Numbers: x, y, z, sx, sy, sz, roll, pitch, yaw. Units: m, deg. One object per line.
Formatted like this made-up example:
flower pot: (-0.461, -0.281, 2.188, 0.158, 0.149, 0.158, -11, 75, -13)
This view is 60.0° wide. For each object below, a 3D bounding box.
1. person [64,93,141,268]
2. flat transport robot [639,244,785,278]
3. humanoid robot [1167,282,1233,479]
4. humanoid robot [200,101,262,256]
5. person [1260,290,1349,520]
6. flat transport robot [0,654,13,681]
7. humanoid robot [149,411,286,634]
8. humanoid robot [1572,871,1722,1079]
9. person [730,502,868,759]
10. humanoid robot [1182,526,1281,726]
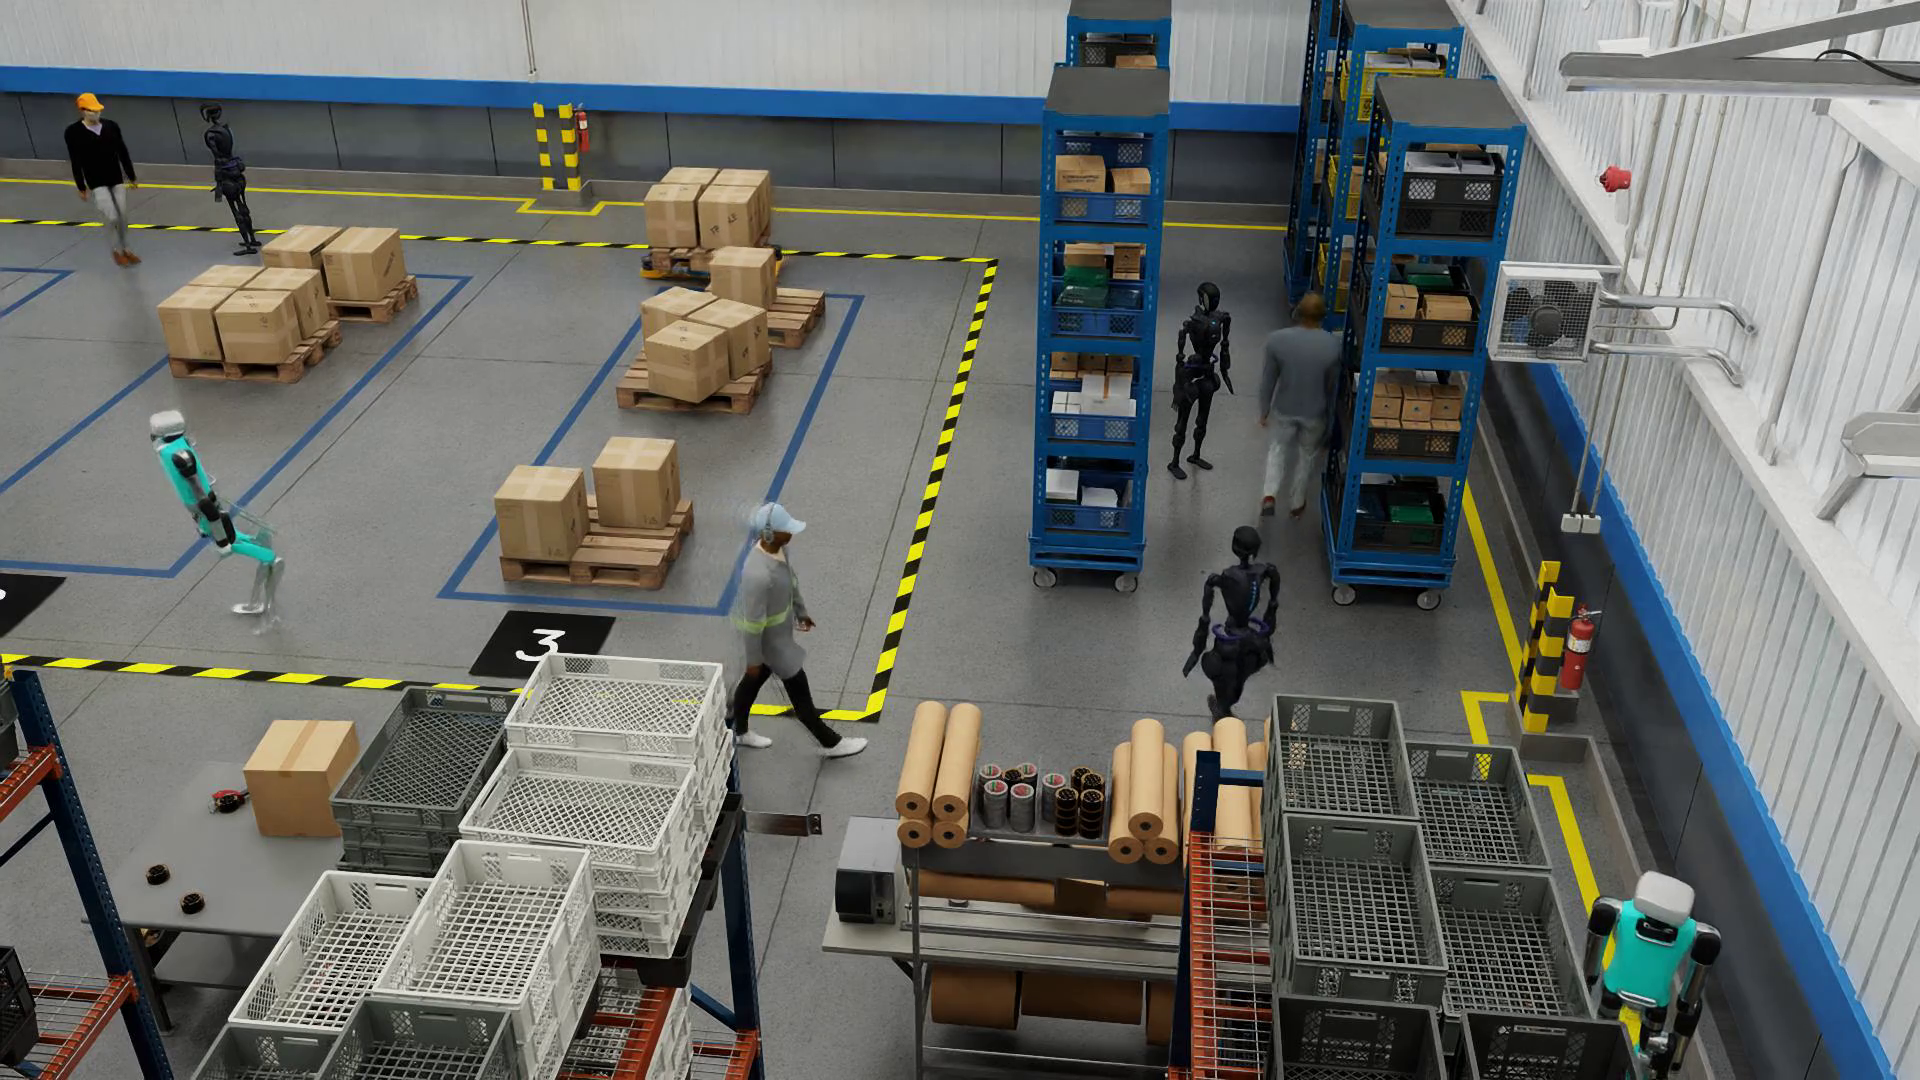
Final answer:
person: (-8.991, -3.786, 17.588, 0.512, 1.865, 0.606, 19, 35, 29)
flat transport robot: (-2.646, -2.991, 17.783, 1.431, 0.197, 0.652, 3, 30, 6)
humanoid robot: (1.956, -1.311, 13.511, 0.599, 1.657, 0.315, -18, 35, -28)
humanoid robot: (-7.913, -3.919, 17.991, 0.315, 1.655, 0.599, -3, 30, -4)
person: (2.610, -0.994, 12.734, 0.639, 1.922, 0.506, 11, 32, 18)
flat transport robot: (-7.142, 0.969, 11.010, 1.431, 0.231, 0.659, 3, 30, 6)
humanoid robot: (-5.015, -0.156, 11.468, 0.781, 1.747, 0.586, -24, 38, -35)
humanoid robot: (2.877, 2.316, 7.254, 0.538, 1.788, 0.875, 12, 32, 20)
person: (-1.064, 0.562, 10.177, 0.951, 1.797, 0.617, 2, 30, 4)
humanoid robot: (1.645, 0.625, 10.223, 0.608, 1.634, 0.721, -12, 32, -20)
